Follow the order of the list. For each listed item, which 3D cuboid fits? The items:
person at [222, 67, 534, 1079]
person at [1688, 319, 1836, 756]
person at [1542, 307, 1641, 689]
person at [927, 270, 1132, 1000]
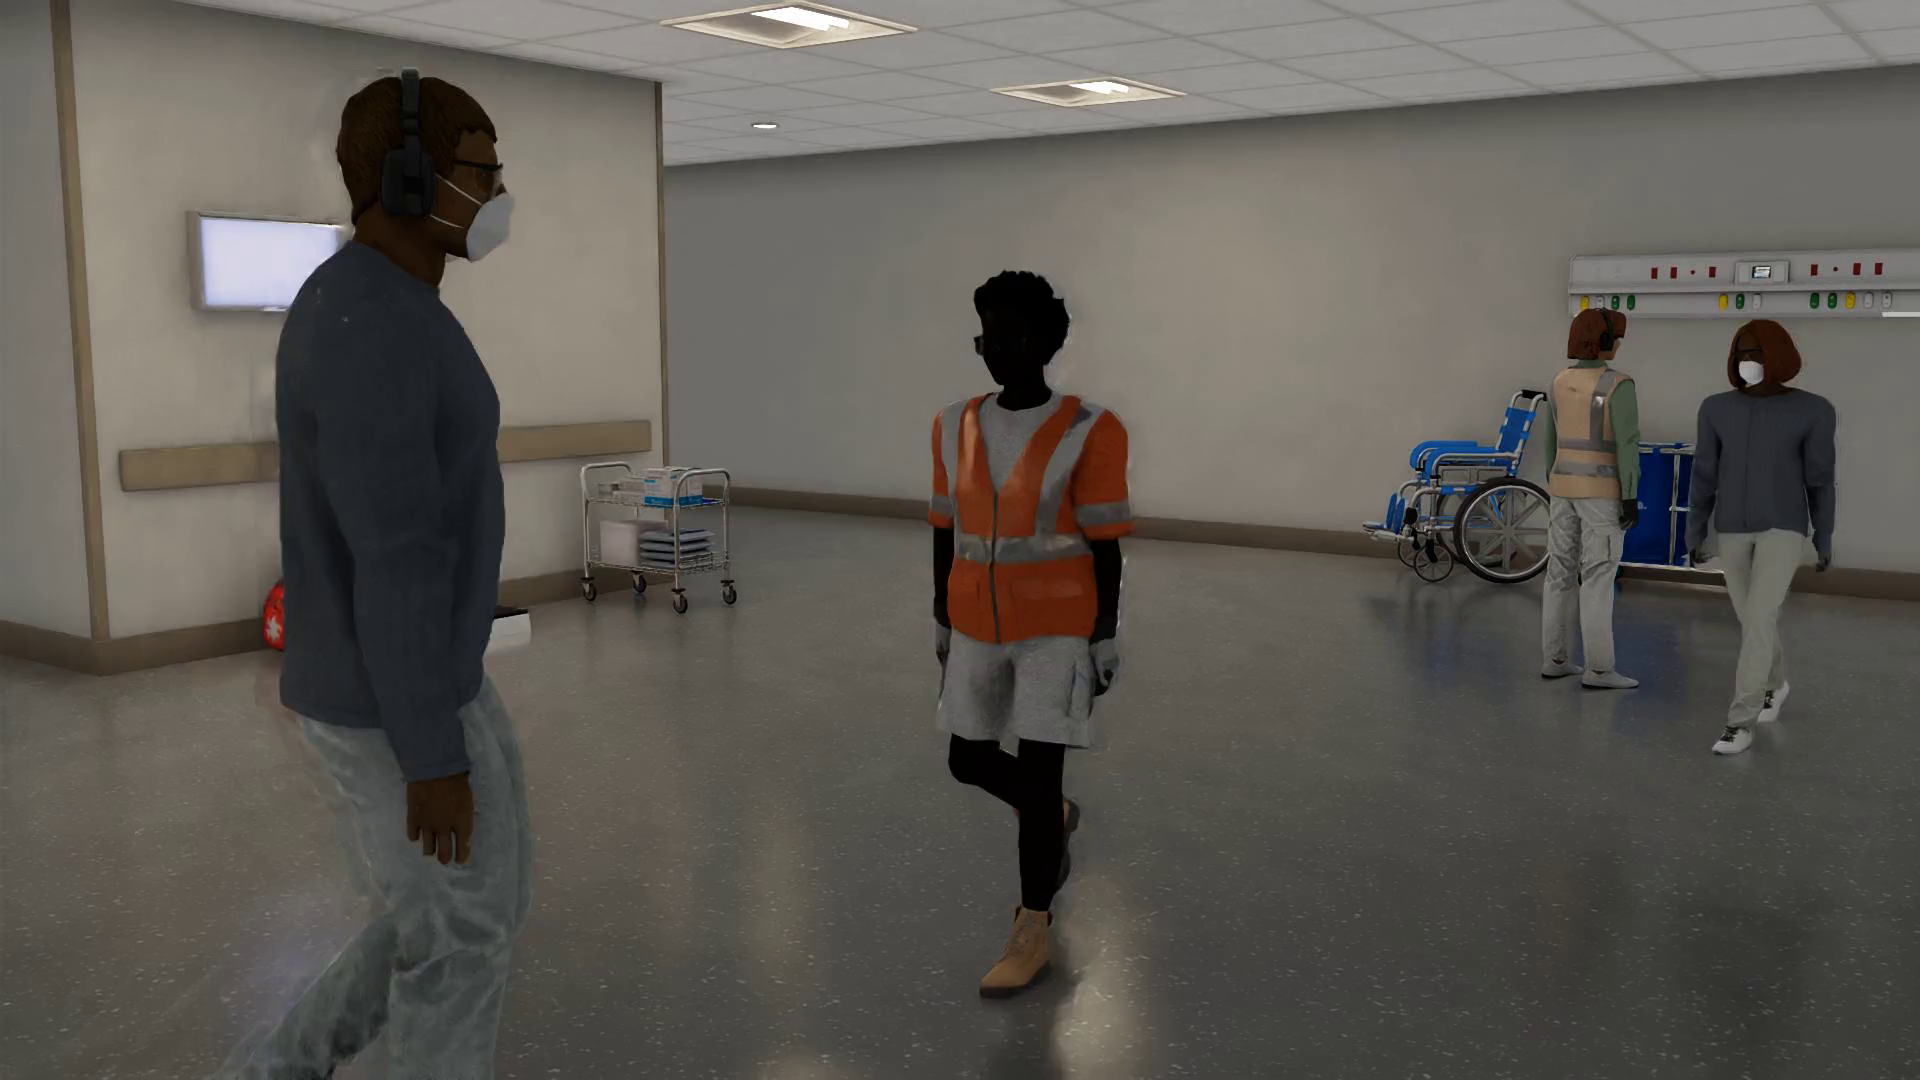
[{"bbox_3d":[-0.881,0.256,2.559,0.579,1.923,0.641,-2,7,-13],"label":"person"},{"bbox_3d":[3.028,-0.038,6.271,0.865,1.589,0.498,-6,10,-42],"label":"person"},{"bbox_3d":[2.721,-0.179,7.190,0.307,1.641,0.513,-3,8,-23],"label":"person"},{"bbox_3d":[0.182,0.198,4.016,0.538,1.683,0.610,4,8,30],"label":"person"}]
